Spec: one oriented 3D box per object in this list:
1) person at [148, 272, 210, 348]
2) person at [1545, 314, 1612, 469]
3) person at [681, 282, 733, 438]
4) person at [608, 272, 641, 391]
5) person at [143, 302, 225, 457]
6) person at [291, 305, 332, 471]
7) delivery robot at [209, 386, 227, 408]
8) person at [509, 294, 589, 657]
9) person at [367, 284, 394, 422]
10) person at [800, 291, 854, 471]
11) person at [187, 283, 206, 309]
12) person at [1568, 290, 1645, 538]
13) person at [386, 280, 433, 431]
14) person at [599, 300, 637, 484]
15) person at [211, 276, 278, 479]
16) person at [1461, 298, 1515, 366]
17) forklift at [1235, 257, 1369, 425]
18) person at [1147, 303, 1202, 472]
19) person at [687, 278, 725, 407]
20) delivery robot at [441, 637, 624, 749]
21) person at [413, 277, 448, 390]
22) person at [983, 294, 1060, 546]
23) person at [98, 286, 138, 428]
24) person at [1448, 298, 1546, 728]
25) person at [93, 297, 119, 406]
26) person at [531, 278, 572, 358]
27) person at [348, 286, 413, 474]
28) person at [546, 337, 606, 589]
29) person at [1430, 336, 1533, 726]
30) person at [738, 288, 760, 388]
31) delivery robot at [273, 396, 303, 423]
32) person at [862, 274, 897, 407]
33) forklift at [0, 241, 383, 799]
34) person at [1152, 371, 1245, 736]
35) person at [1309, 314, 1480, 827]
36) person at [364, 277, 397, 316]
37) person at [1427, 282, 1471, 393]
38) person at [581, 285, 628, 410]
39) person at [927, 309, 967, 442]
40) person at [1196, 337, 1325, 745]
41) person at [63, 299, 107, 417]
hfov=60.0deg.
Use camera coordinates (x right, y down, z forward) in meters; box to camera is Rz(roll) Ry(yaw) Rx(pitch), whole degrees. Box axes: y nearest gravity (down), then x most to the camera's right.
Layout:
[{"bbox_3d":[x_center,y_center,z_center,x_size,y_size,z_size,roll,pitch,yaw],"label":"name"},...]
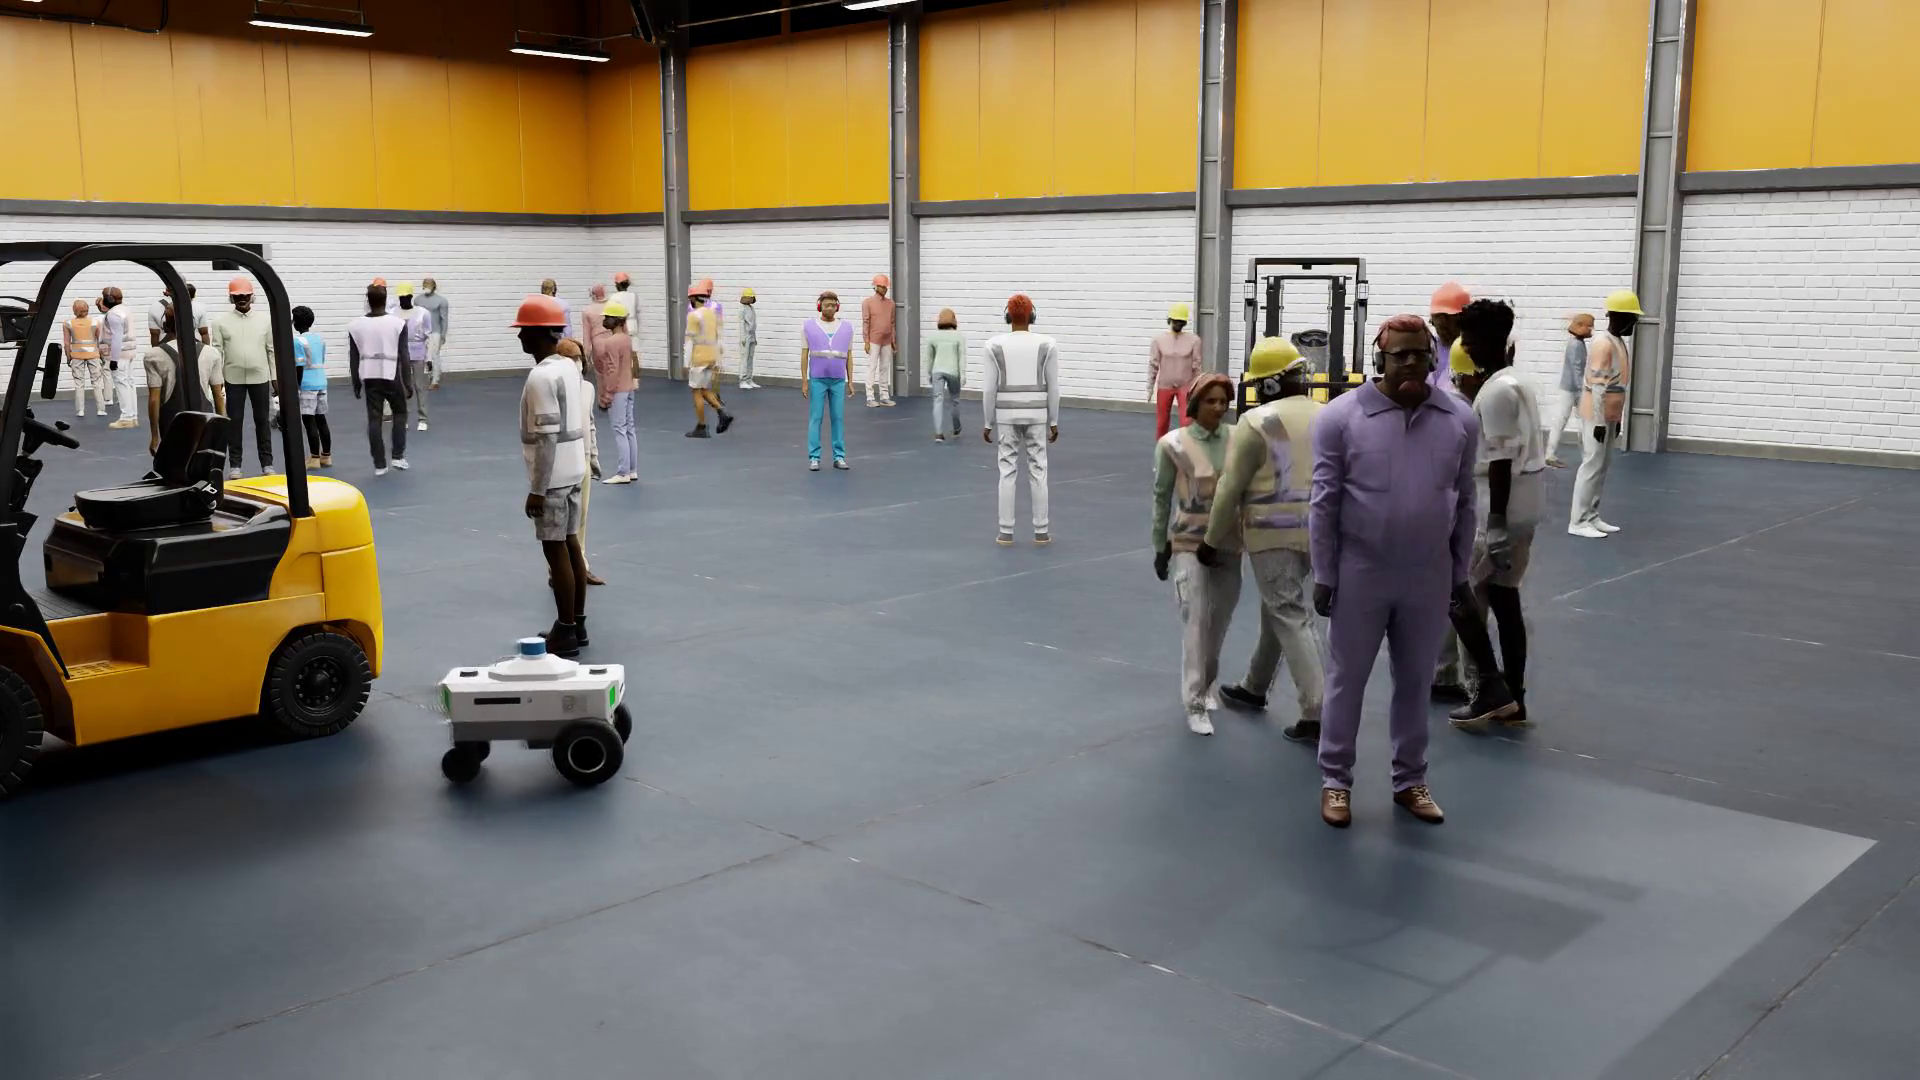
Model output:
[{"bbox_3d":[-9.670,-2.308,20.666,0.677,2.000,0.536,-3,10,-19],"label":"person"},{"bbox_3d":[6.429,-1.517,17.154,0.747,1.605,0.507,6,11,34],"label":"person"},{"bbox_3d":[-3.140,-2.194,20.371,0.522,1.917,0.567,4,10,22],"label":"person"},{"bbox_3d":[-5.758,-3.558,28.416,0.609,2.000,1.017,-6,11,-34],"label":"person"},{"bbox_3d":[-5.452,-0.754,11.732,0.506,1.845,0.344,-7,11,-36],"label":"person"},{"bbox_3d":[-6.708,-1.561,17.135,0.319,1.695,0.539,1,9,8],"label":"person"},{"bbox_3d":[-10.397,-2.001,23.036,0.477,0.478,0.707,-1,9,-5],"label":"delivery robot"},{"bbox_3d":[-2.197,-0.338,8.895,0.365,1.939,0.542,1,9,4],"label":"person"},{"bbox_3d":[-7.867,-2.529,22.540,0.332,1.874,0.520,0,9,0],"label":"person"},{"bbox_3d":[-1.366,-1.640,17.156,0.567,1.847,0.389,-3,10,-19],"label":"person"},{"bbox_3d":[-11.187,-2.805,24.231,0.327,1.874,0.519,3,10,20],"label":"person"},{"bbox_3d":[5.027,-0.971,12.879,0.425,1.913,0.600,7,11,35],"label":"person"},{"bbox_3d":[-7.034,-2.342,21.229,0.593,1.922,0.387,0,9,-1],"label":"person"},{"bbox_3d":[-3.310,-1.425,16.079,0.301,1.771,0.533,1,9,8],"label":"person"},{"bbox_3d":[-7.054,-1.598,16.450,0.612,1.995,0.382,-5,11,-28],"label":"person"},{"bbox_3d":[4.797,-1.325,15.380,0.634,1.812,0.916,-1,9,-8],"label":"person"},{"bbox_3d":[3.309,-1.629,16.029,1.214,2.155,2.313,2,9,11],"label":"forklift"},{"bbox_3d":[2.159,-1.501,16.692,0.558,1.725,0.831,1,9,6],"label":"person"},{"bbox_3d":[-3.799,-2.951,24.920,0.547,1.938,0.379,1,9,8],"label":"person"},{"bbox_3d":[-1.743,0.643,6.810,0.707,0.478,0.477,-1,10,-7],"label":"delivery robot"},{"bbox_3d":[-9.051,-3.519,28.413,0.640,1.928,0.430,2,9,10],"label":"person"},{"bbox_3d":[0.459,-0.890,12.444,0.572,1.887,0.354,0,9,0],"label":"person"},{"bbox_3d":[-10.996,-2.381,21.723,0.429,1.841,0.634,-2,9,-12],"label":"person"},{"bbox_3d":[2.388,-0.108,7.484,0.502,1.935,0.626,6,11,30],"label":"person"},{"bbox_3d":[-12.920,-2.854,25.233,0.310,1.642,0.514,4,10,25],"label":"person"},{"bbox_3d":[-5.849,-2.762,23.779,0.627,1.933,0.375,0,9,2],"label":"person"},{"bbox_3d":[-5.871,-1.629,16.936,0.626,1.893,0.683,-1,9,-5],"label":"person"},{"bbox_3d":[-2.521,-0.489,10.752,0.287,1.635,0.499,5,11,29],"label":"person"},{"bbox_3d":[2.378,-0.071,7.716,0.426,1.799,0.668,7,12,38],"label":"person"},{"bbox_3d":[-3.663,-3.506,28.922,0.319,1.741,0.491,3,10,20],"label":"person"},{"bbox_3d":[-8.593,-1.738,21.425,0.477,0.478,0.707,-7,11,-35],"label":"delivery robot"},{"bbox_3d":[-1.208,-3.003,25.056,0.608,1.997,0.375,-8,12,-41],"label":"person"},{"bbox_3d":[-3.706,-0.171,7.093,1.214,2.155,2.313,9,13,43],"label":"forklift"},{"bbox_3d":[1.139,0.038,7.612,0.520,1.633,0.560,-2,10,-14],"label":"person"},{"bbox_3d":[1.622,0.118,6.198,0.642,1.909,0.399,-1,9,-4],"label":"person"},{"bbox_3d":[-9.788,-3.477,28.178,0.540,1.931,0.382,-3,10,-18],"label":"person"},{"bbox_3d":[3.047,-0.603,10.353,1.016,2.009,0.607,-9,13,-43],"label":"person"},{"bbox_3d":[-5.123,-2.755,24.041,0.659,1.840,1.011,-3,10,-15],"label":"person"},{"bbox_3d":[-0.155,-1.993,20.121,0.514,1.570,0.902,2,9,12],"label":"person"},{"bbox_3d":[1.444,-0.008,7.415,0.618,1.777,0.916,-7,11,-35],"label":"person"},{"bbox_3d":[-12.253,-2.538,23.304,0.514,1.639,0.308,-4,10,-25],"label":"person"}]
